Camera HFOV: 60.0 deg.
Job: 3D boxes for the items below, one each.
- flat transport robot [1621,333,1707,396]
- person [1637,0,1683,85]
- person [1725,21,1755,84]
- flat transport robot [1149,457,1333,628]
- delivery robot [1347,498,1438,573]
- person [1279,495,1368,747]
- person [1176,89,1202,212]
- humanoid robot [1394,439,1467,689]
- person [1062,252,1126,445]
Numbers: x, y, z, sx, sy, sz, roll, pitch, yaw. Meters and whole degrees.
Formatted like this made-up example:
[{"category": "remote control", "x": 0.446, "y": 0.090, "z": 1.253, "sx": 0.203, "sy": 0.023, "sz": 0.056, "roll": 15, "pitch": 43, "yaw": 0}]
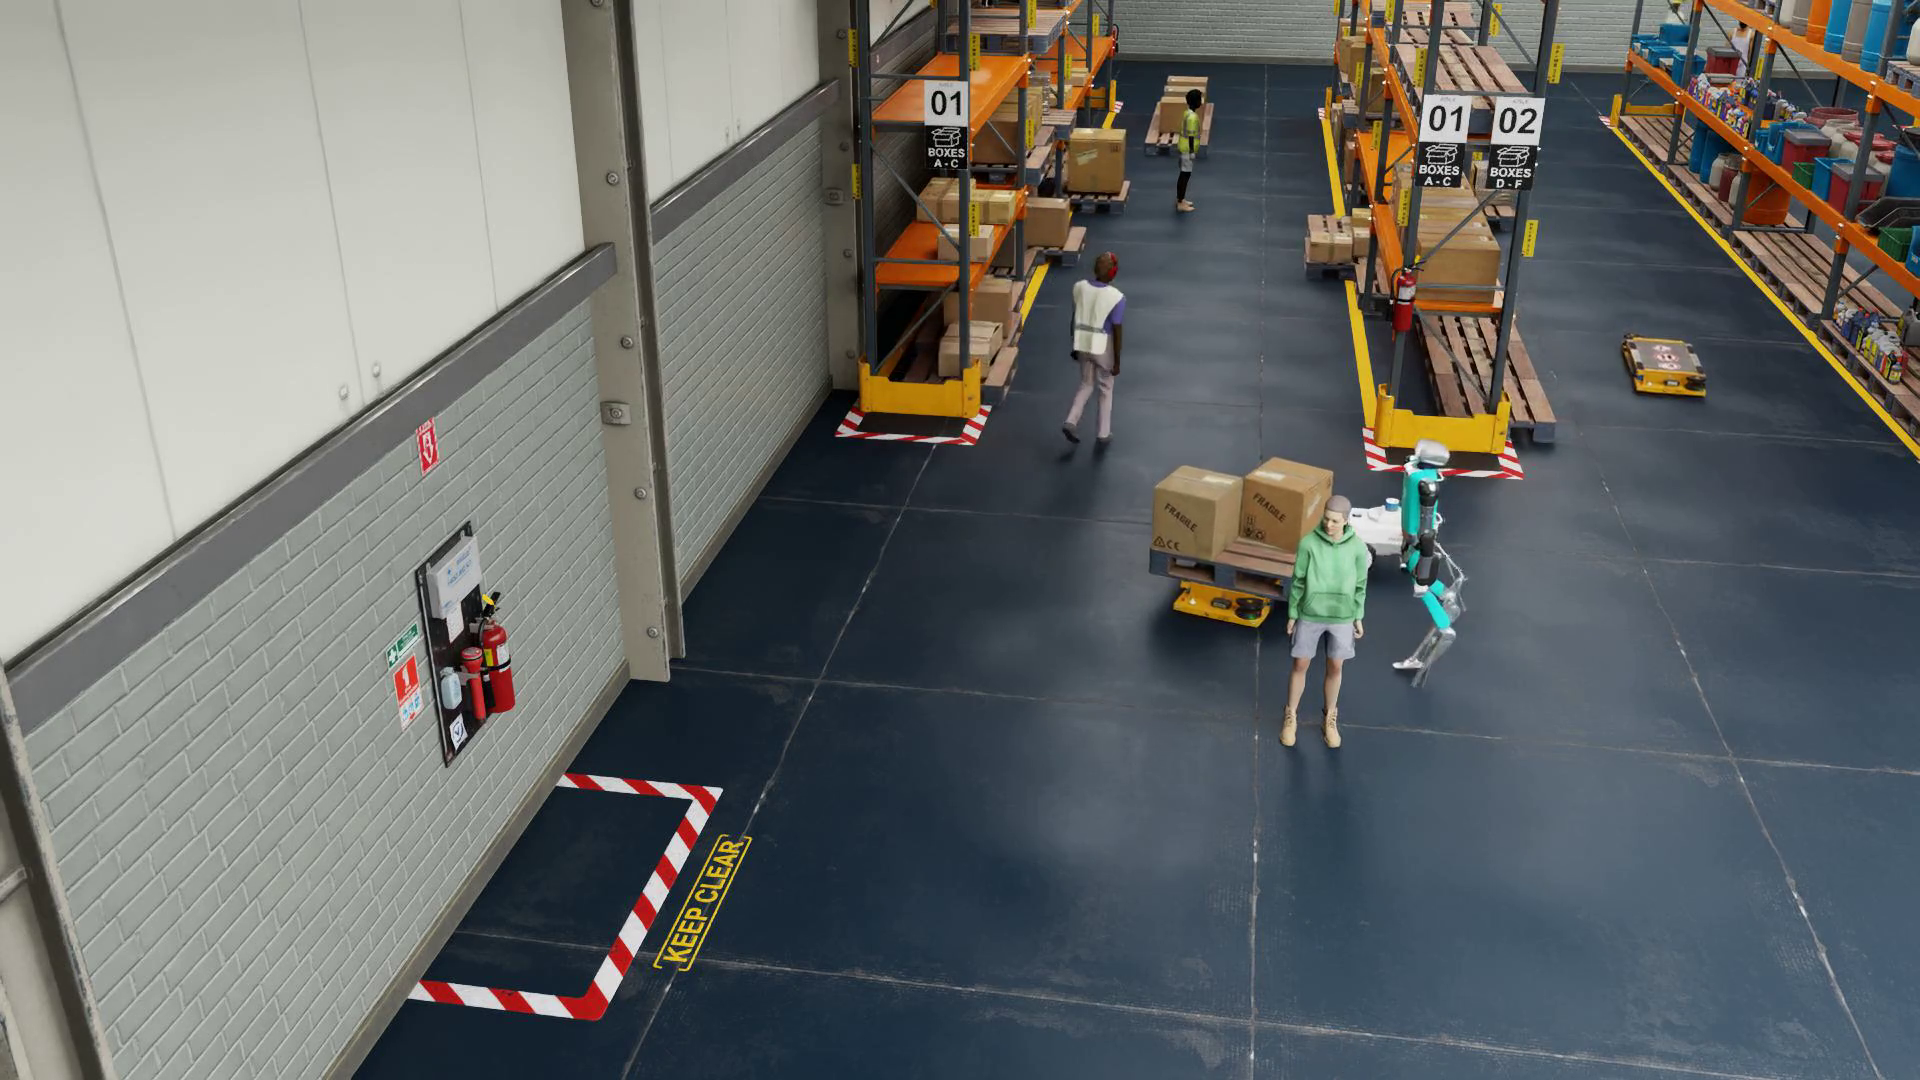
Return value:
[{"category": "flat transport robot", "x": 7.289, "y": -1.819, "z": 17.250, "sx": 0.659, "sy": 0.231, "sz": 1.431, "roll": 6, "pitch": 26, "yaw": 13}, {"category": "person", "x": 13.763, "y": -9.738, "z": 32.456, "sx": 0.824, "sy": 1.729, "sz": 0.550, "roll": -3, "pitch": 25, "yaw": -7}, {"category": "person", "x": 13.736, "y": -8.401, "z": 29.461, "sx": 0.519, "sy": 1.859, "sz": 0.388, "roll": 11, "pitch": 27, "yaw": 23}, {"category": "flat transport robot", "x": 2.197, "y": 0.250, "z": 12.823, "sx": 0.659, "sy": 0.231, "sz": 1.431, "roll": 12, "pitch": 28, "yaw": 24}, {"category": "delivery robot", "x": 3.347, "y": -0.038, "z": 13.106, "sx": 0.774, "sy": 0.599, "sz": 0.499, "roll": 3, "pitch": 25, "yaw": 7}, {"category": "person", "x": 2.312, "y": 0.509, "z": 10.531, "sx": 0.473, "sy": 1.738, "sz": 0.324, "roll": 3, "pitch": 25, "yaw": 6}, {"category": "person", "x": 3.228, "y": -5.493, "z": 23.434, "sx": 0.320, "sy": 1.694, "sz": 0.533, "roll": 0, "pitch": 25, "yaw": 1}, {"category": "humanoid robot", "x": 3.265, "y": 0.171, "z": 11.265, "sx": 0.679, "sy": 1.805, "sz": 0.549, "roll": 0, "pitch": 25, "yaw": 0}, {"category": "person", "x": 1.202, "y": -1.712, "z": 15.196, "sx": 0.585, "sy": 1.814, "sz": 0.593, "roll": 17, "pitch": 30, "yaw": 32}]
